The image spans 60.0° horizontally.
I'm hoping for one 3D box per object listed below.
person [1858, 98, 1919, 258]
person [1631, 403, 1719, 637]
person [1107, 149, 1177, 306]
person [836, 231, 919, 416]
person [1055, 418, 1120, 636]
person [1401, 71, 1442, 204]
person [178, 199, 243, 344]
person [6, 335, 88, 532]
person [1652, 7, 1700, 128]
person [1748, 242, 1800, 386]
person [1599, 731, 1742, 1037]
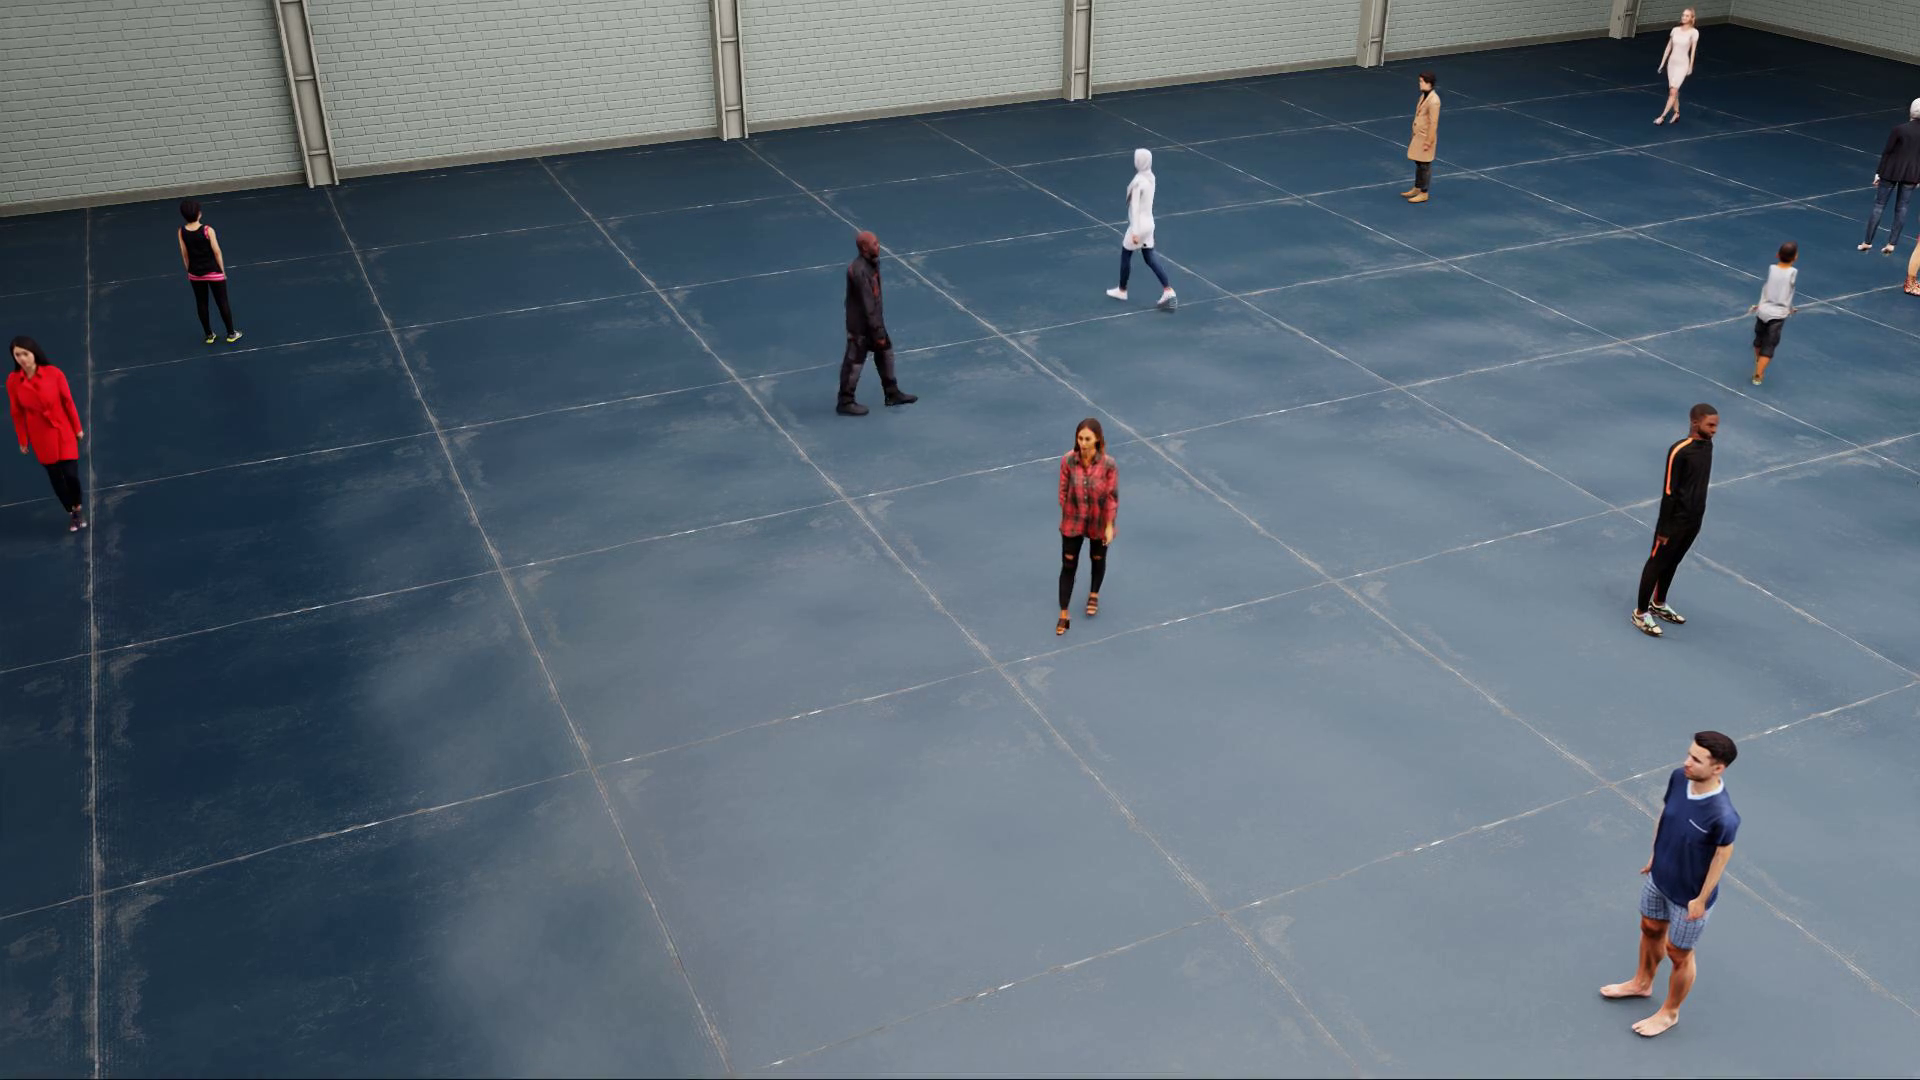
[{"bbox_3d":[10.359,-4.033,18.395,0.817,1.781,0.792,8,29,15],"label":"person"},{"bbox_3d":[5.318,-0.179,12.319,0.524,1.810,0.713,-18,33,-30],"label":"person"},{"bbox_3d":[2.094,-3.432,18.500,1.039,1.741,1.145,21,34,33],"label":"person"},{"bbox_3d":[-1.015,-2.048,15.837,1.157,1.802,1.027,4,28,7],"label":"person"},{"bbox_3d":[0.990,-0.169,12.443,0.961,1.675,0.990,6,29,11],"label":"person"},{"bbox_3d":[6.219,-5.396,22.204,0.729,1.726,0.724,-3,28,-5],"label":"person"},{"bbox_3d":[-7.994,-2.850,17.610,0.556,1.552,0.671,-1,28,-3],"label":"person"},{"bbox_3d":[-7.487,-0.885,13.723,0.586,1.737,0.712,-9,29,-17],"label":"person"},{"bbox_3d":[11.131,-7.283,25.682,1.126,1.788,0.729,-20,34,-32],"label":"person"},{"bbox_3d":[8.185,-2.309,16.733,0.898,1.420,1.094,19,34,32],"label":"person"},{"bbox_3d":[3.755,1.759,8.638,0.620,1.849,0.656,-6,29,-12],"label":"person"}]
